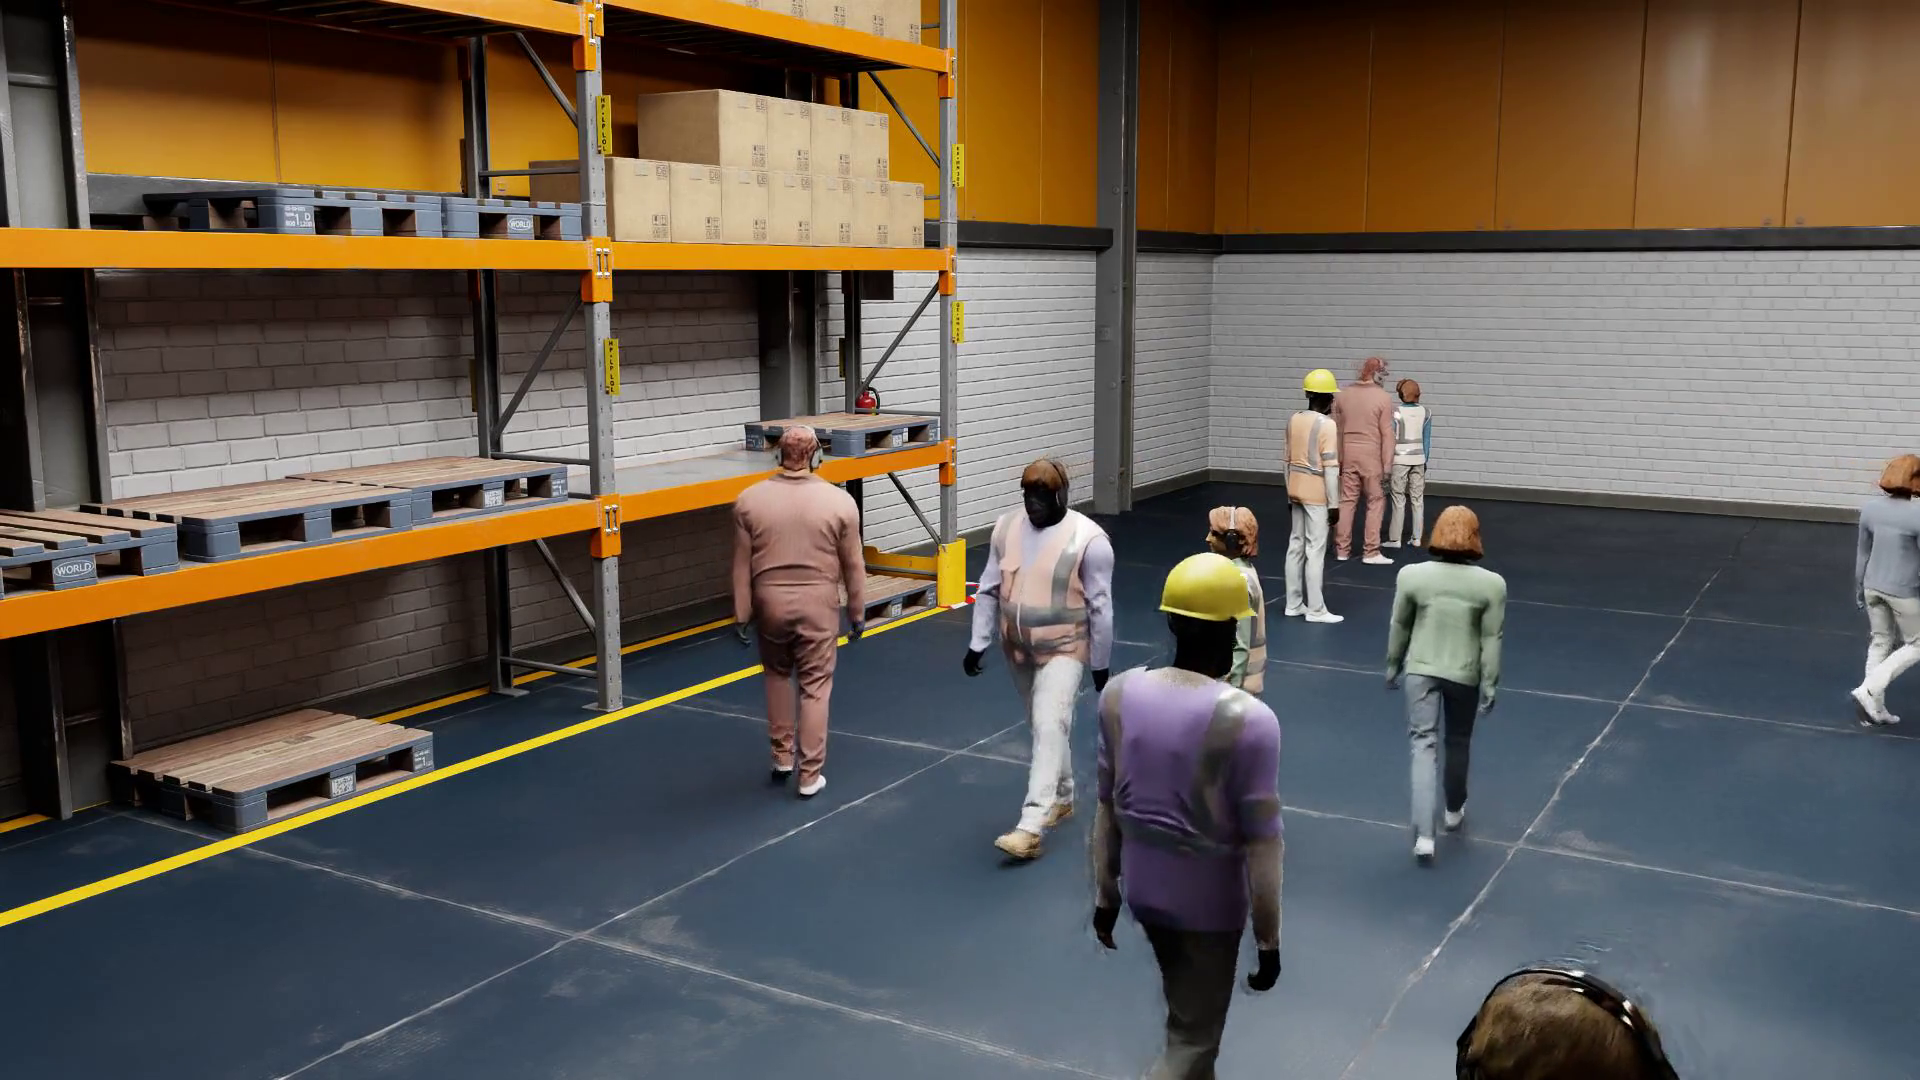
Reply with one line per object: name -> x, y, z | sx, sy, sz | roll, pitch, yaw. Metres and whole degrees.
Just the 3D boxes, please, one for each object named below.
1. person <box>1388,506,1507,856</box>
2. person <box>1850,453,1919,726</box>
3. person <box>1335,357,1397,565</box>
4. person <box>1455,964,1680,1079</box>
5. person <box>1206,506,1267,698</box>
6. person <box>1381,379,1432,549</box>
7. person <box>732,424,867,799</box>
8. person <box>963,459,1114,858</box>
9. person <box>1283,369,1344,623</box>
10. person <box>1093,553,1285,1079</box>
person -> 2.229, 0.635, 7.676 | 0.516, 1.592, 0.850 | 3, 10, 17
person -> 5.370, 0.308, 9.598 | 0.422, 1.618, 0.518 | -3, 10, -20
person -> 3.687, -0.714, 15.197 | 0.461, 1.887, 0.709 | -7, 12, -39
person -> 0.655, 1.394, 1.878 | 0.649, 1.923, 0.434 | 7, 11, 36
person -> 1.198, 0.660, 7.351 | 0.306, 1.640, 0.522 | 1, 9, 7
person -> 4.290, -0.725, 15.992 | 0.514, 1.641, 0.308 | -3, 10, -20
person -> -0.806, 0.346, 8.545 | 0.668, 1.883, 0.664 | 1, 9, 4
person -> 0.325, 0.532, 7.663 | 0.648, 1.800, 0.928 | 7, 12, 39
person -> 2.689, -0.334, 12.656 | 0.381, 1.928, 0.587 | -4, 10, -23
person -> 0.585, 0.981, 4.568 | 0.884, 1.899, 0.598 | -8, 12, -43
